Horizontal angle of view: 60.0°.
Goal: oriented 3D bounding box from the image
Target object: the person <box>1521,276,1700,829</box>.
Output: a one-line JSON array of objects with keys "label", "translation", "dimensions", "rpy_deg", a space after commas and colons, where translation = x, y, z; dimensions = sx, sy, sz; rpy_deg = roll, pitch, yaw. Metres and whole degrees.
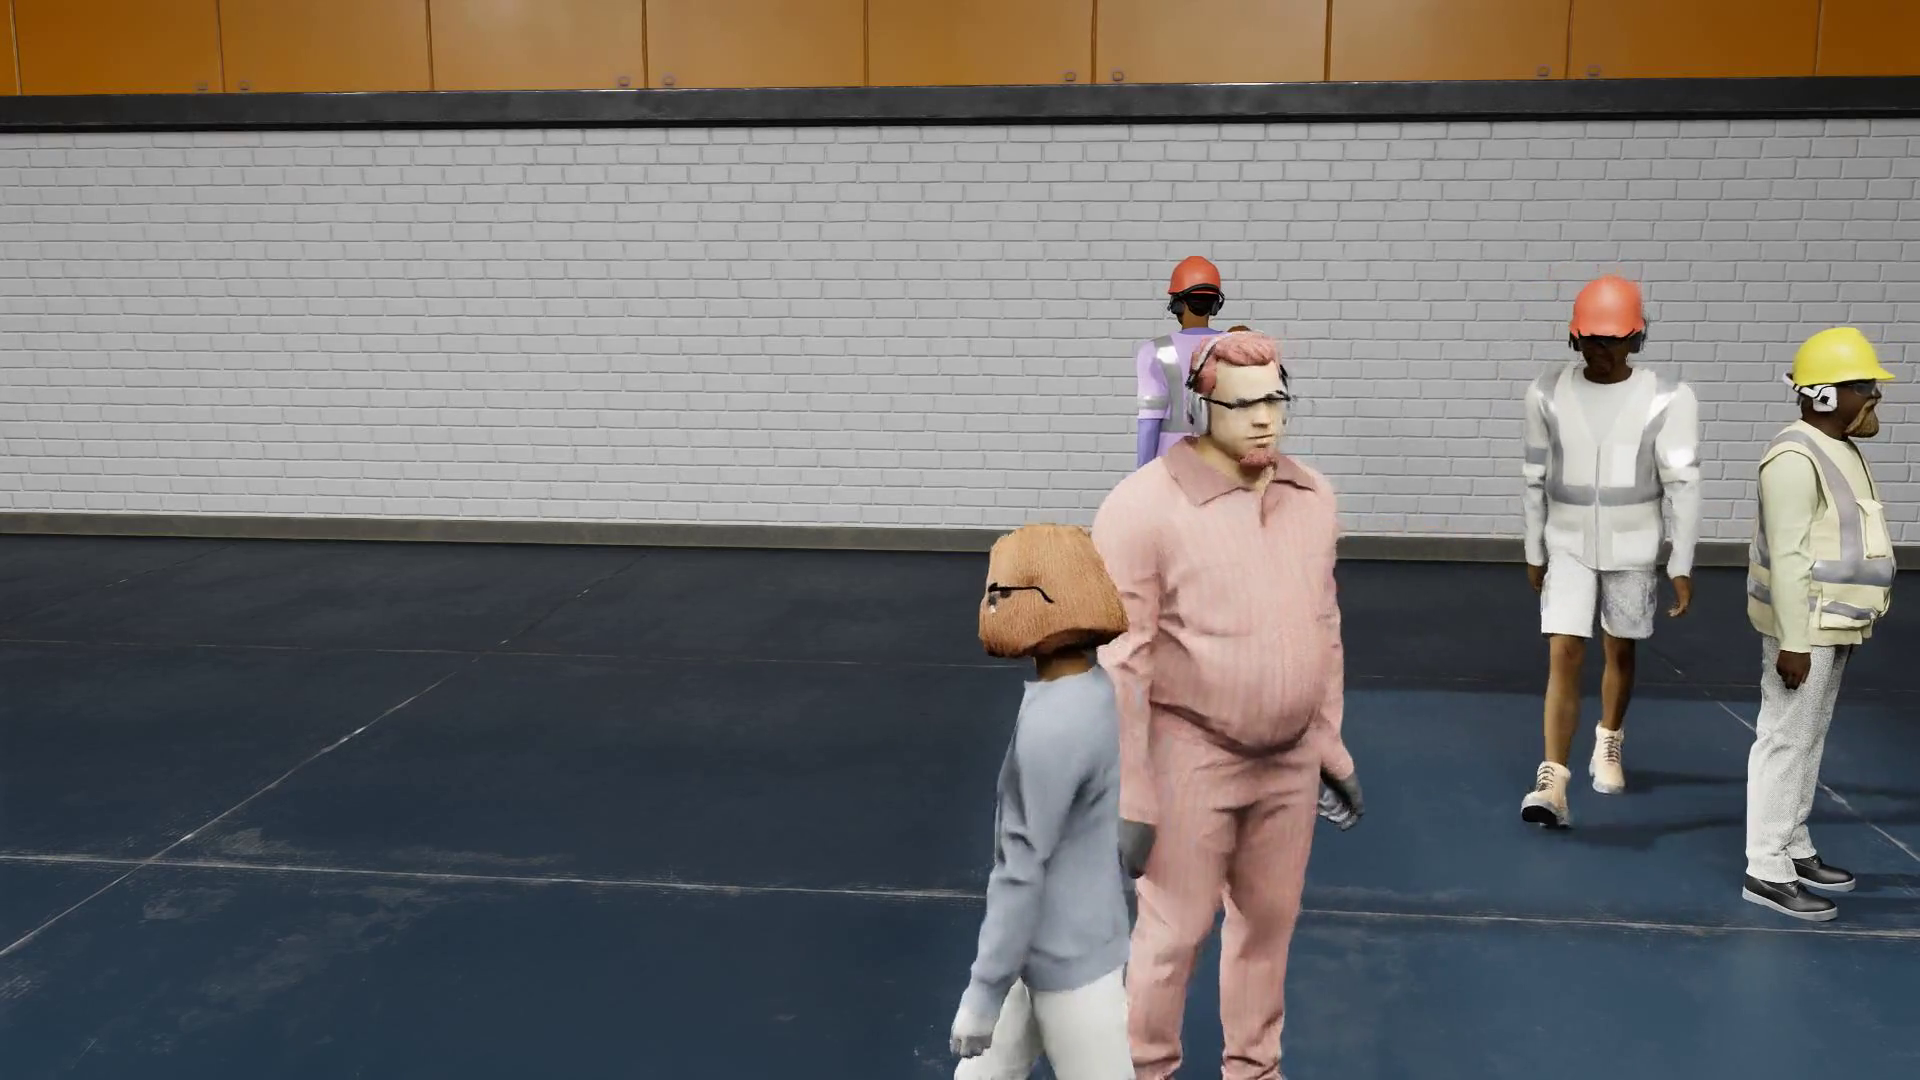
[{"label": "person", "translation": [2.334, 0.046, 6.033], "dimensions": [0.642, 1.969, 1.072], "rpy_deg": [5, 11, 28]}]

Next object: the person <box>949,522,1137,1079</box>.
[{"label": "person", "translation": [0.238, 0.759, 3.052], "dimensions": [0.850, 1.590, 0.507], "rpy_deg": [1, 10, 6]}]

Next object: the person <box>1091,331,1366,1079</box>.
[{"label": "person", "translation": [0.633, 0.494, 3.742], "dimensions": [0.711, 1.908, 0.408], "rpy_deg": [-5, 11, -29]}]

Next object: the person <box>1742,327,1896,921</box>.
[{"label": "person", "translation": [2.702, 0.254, 5.243], "dimensions": [0.404, 1.837, 0.589], "rpy_deg": [8, 13, 38]}]

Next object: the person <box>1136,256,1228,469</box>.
[{"label": "person", "translation": [1.100, -0.322, 7.950], "dimensions": [0.607, 2.044, 0.377], "rpy_deg": [-3, 10, -19]}]

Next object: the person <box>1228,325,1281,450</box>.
[{"label": "person", "translation": [1.644, -0.443, 9.815], "dimensions": [0.499, 1.633, 0.286], "rpy_deg": [-2, 10, -14]}]
